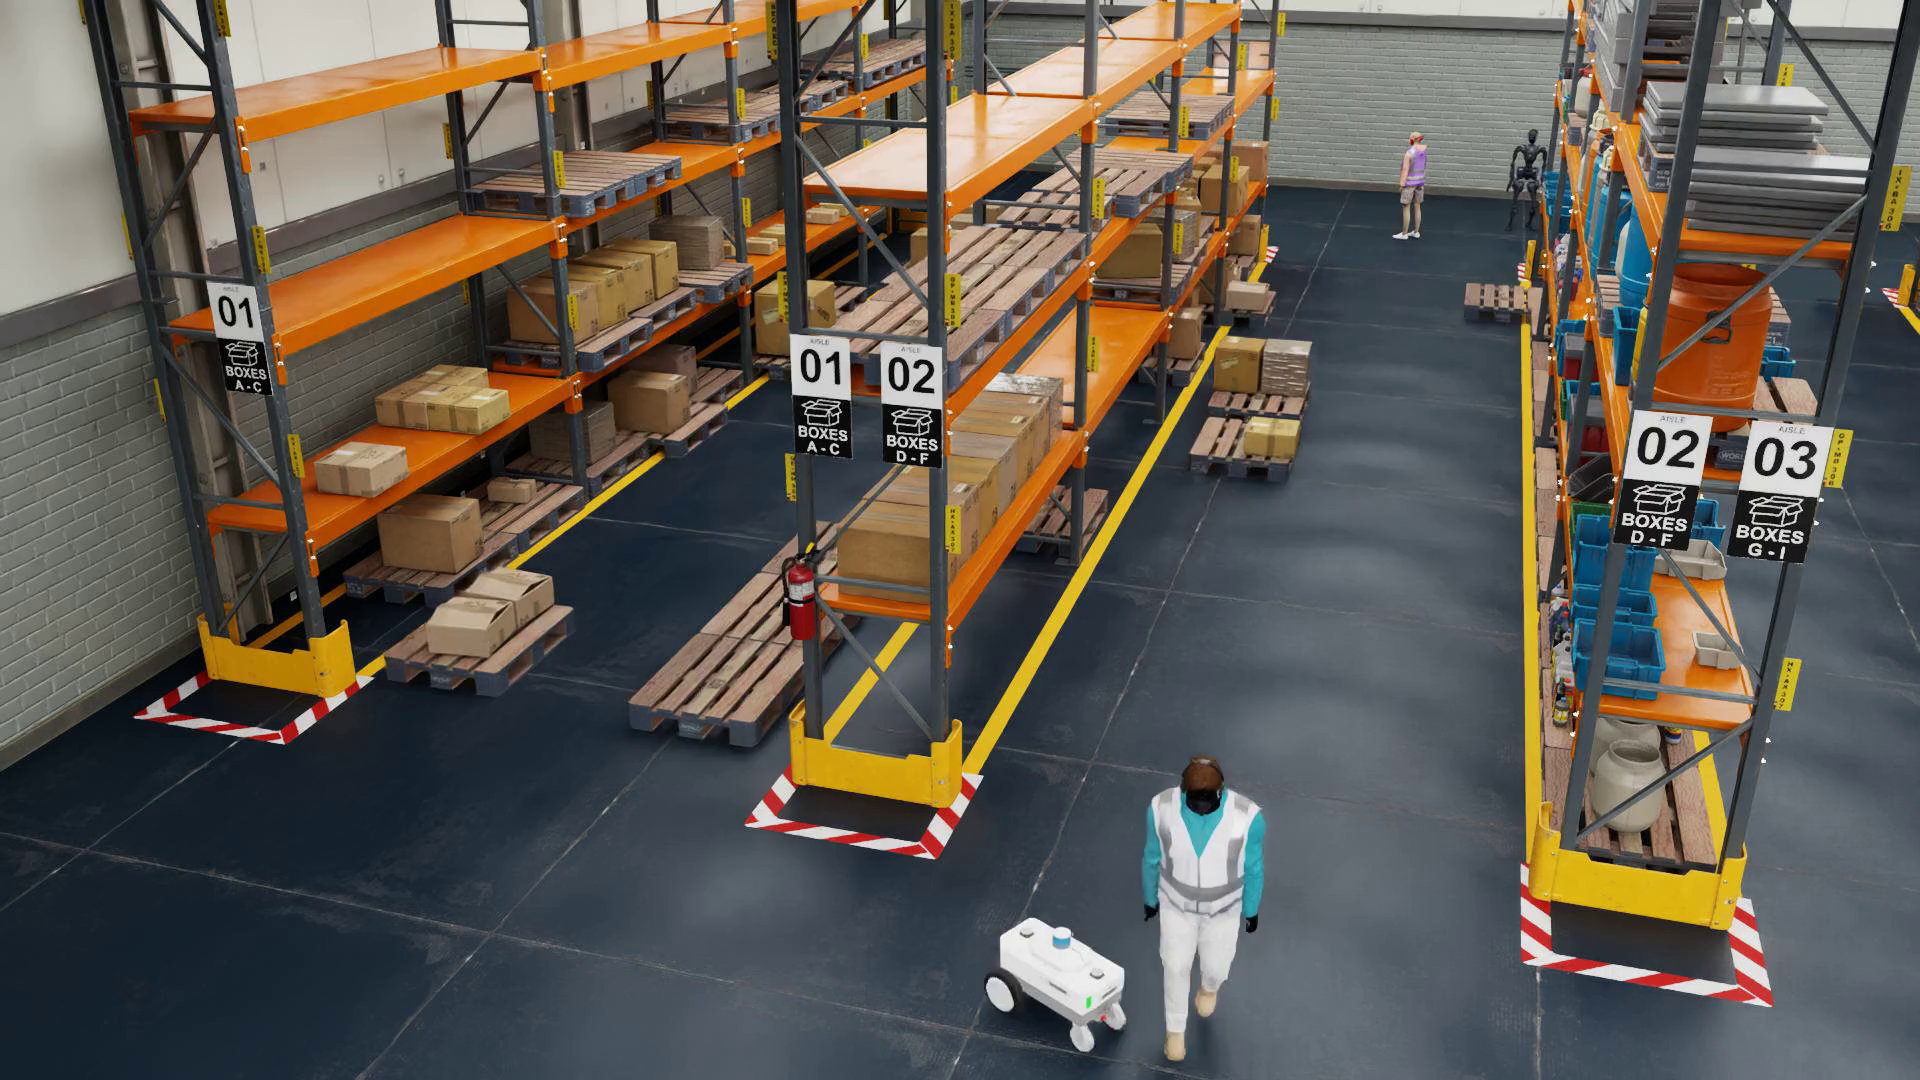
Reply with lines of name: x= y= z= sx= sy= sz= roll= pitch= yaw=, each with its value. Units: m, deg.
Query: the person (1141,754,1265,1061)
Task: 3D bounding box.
person: x=1.274 y=1.896 z=8.818 sx=0.650 sy=1.821 sz=0.512 roll=5 pitch=24 yaw=11

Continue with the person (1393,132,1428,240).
person: x=7.185 y=-5.623 z=26.421 sx=0.489 sy=1.688 sz=0.350 roll=-14 pitch=27 yaw=-29

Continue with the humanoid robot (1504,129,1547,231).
humanoid robot: x=9.177 y=-5.836 z=26.920 sx=0.596 sy=1.639 sz=0.375 roll=5 pitch=24 yaw=10

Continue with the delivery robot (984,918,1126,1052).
delivery robot: x=0.542 y=2.415 z=9.219 sx=0.795 sy=0.602 sz=0.499 roll=21 pitch=31 yaw=40
